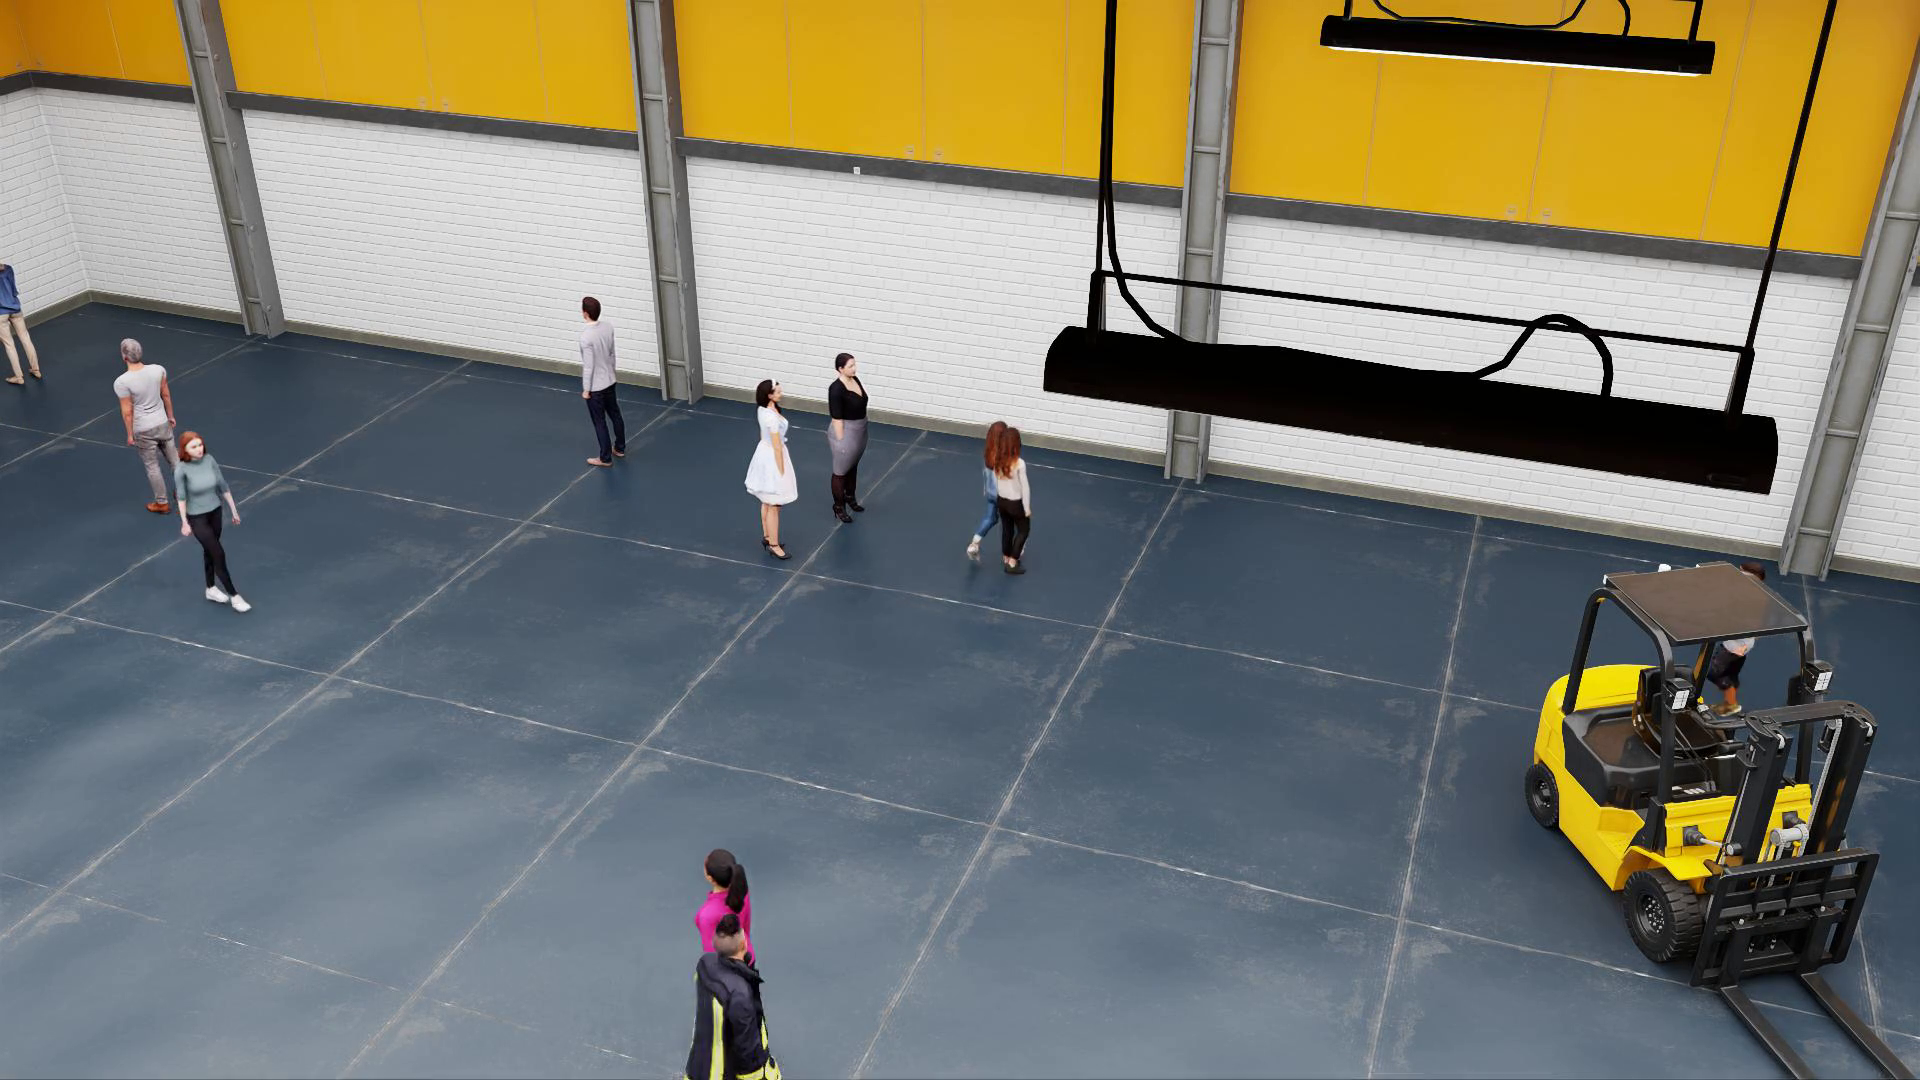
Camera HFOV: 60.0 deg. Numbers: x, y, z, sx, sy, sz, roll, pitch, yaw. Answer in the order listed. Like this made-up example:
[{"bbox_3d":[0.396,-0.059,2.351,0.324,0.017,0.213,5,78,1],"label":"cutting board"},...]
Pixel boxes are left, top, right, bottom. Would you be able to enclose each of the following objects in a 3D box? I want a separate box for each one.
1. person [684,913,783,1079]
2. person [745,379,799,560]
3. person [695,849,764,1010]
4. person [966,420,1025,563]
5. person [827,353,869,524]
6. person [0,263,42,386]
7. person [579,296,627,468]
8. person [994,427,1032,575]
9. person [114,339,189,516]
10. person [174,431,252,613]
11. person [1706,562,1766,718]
[{"bbox_3d":[-1.343,2.891,9.203,1.143,1.822,1.140,-16,32,-26],"label":"person"},{"bbox_3d":[-1.774,-0.681,15.760,0.913,1.815,0.858,-10,30,-17],"label":"person"},{"bbox_3d":[-1.372,2.548,9.962,0.612,1.698,0.627,16,32,27],"label":"person"},{"bbox_3d":[0.322,-0.416,15.643,0.881,1.462,0.904,-22,36,-35],"label":"person"},{"bbox_3d":[-1.128,-1.035,16.466,0.614,1.760,0.665,12,31,20],"label":"person"},{"bbox_3d":[-11.196,-2.663,19.517,0.616,1.696,0.648,16,32,26],"label":"person"},{"bbox_3d":[-3.804,-1.682,17.557,0.578,1.851,0.697,13,31,22],"label":"person"},{"bbox_3d":[0.454,-0.332,15.471,0.628,1.479,0.734,20,35,33],"label":"person"},{"bbox_3d":[-8.065,-1.142,16.586,0.636,1.832,0.736,17,33,28],"label":"person"},{"bbox_3d":[-6.837,-0.199,14.970,0.896,1.724,0.698,15,32,26],"label":"person"},{"bbox_3d":[6.375,0.781,13.465,0.578,1.445,0.568,10,30,18],"label":"person"}]
